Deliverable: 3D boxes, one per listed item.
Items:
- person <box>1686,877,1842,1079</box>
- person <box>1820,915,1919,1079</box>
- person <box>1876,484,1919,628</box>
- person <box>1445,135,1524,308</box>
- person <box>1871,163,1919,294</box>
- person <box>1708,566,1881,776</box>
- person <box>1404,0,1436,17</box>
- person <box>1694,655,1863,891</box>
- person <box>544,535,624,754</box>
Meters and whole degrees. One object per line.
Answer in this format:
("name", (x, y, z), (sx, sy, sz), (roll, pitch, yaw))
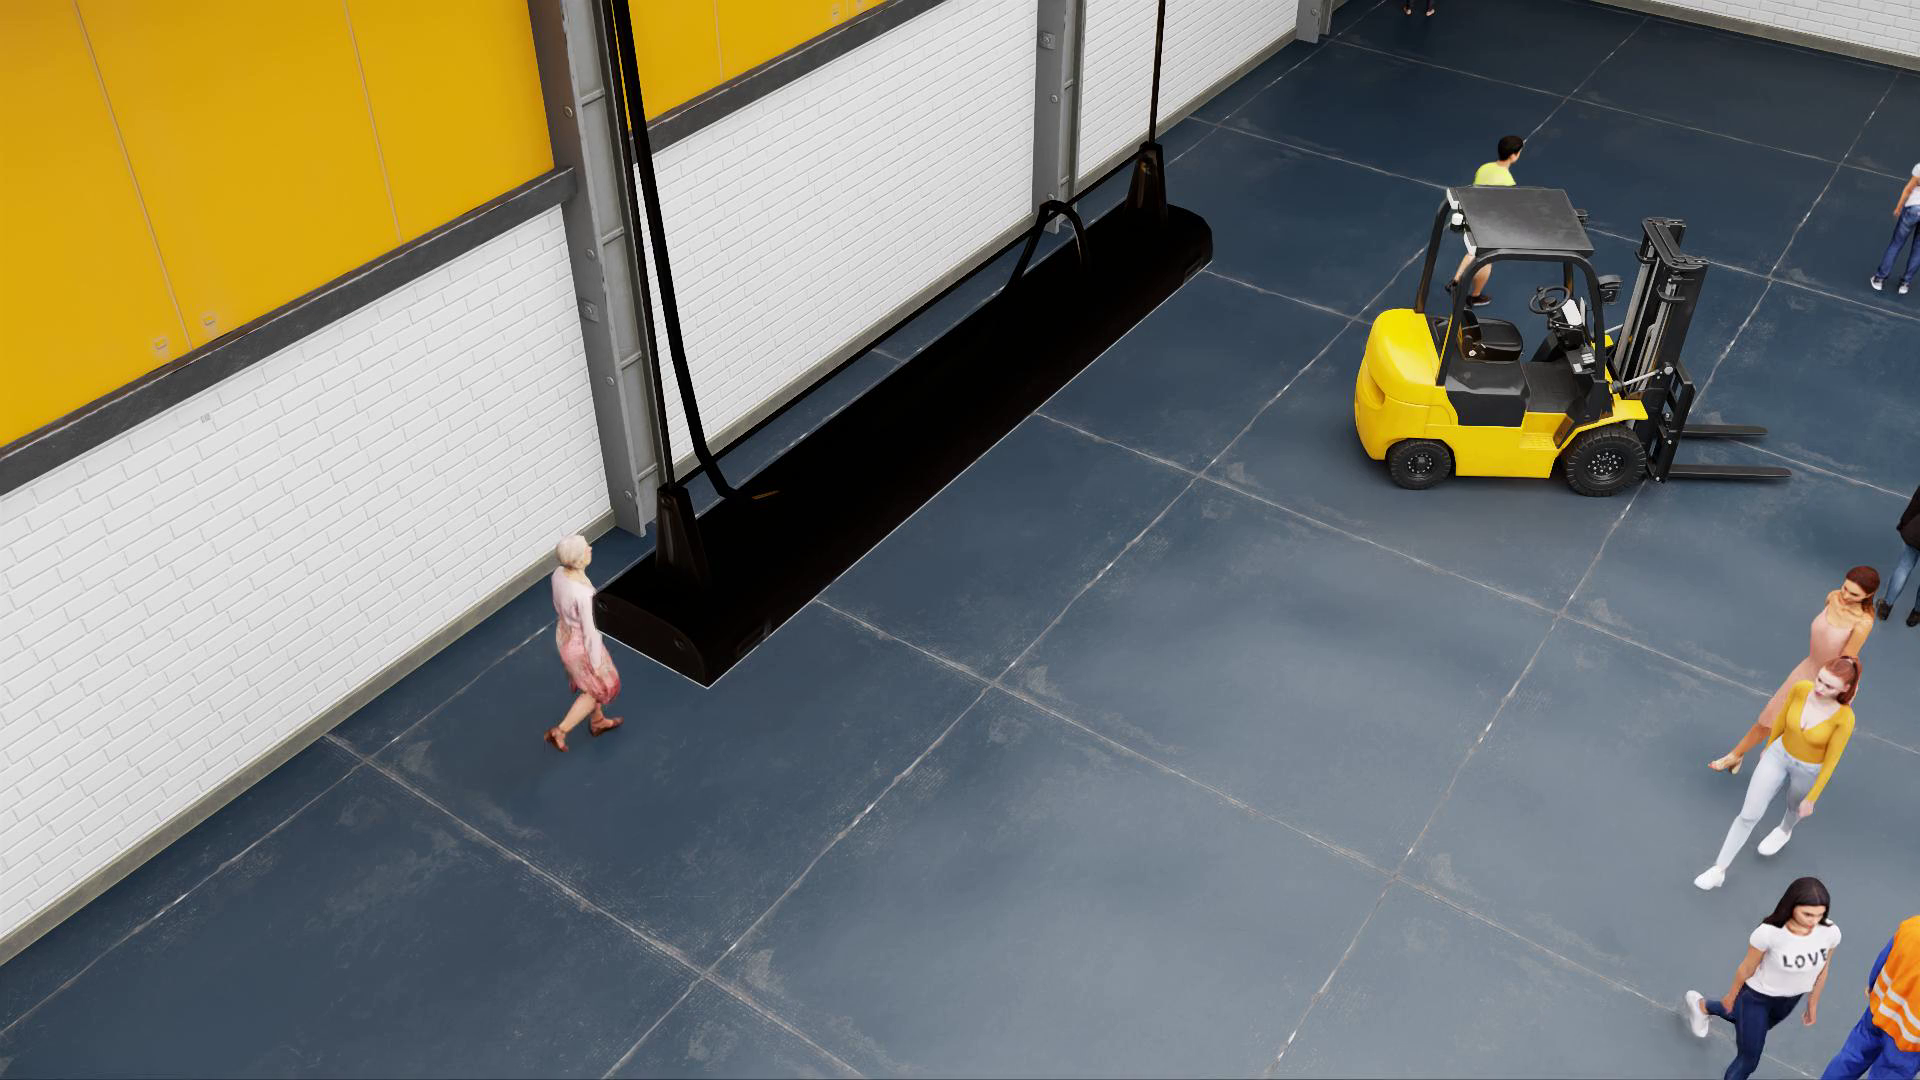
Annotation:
("person", (4.134, 2.303, 8.607), (1.079, 1.749, 1.145), (-6, 39, -7))
("person", (4.725, 2.437, 8.349), (0.847, 1.861, 0.784), (-6, 39, -7))
("person", (6.866, -0.091, 11.695), (0.658, 1.635, 0.630), (18, 42, 21))
("person", (4.742, -2.860, 15.118), (0.859, 1.691, 0.792), (-19, 42, -22))
("person", (8.928, -3.041, 15.449), (0.581, 1.561, 0.585), (14, 41, 16))
("person", (5.476, 0.881, 10.357), (1.109, 1.787, 1.016), (-8, 39, -10))
("person", (5.880, -7.464, 20.856), (0.670, 1.725, 0.637), (10, 40, 12))
("person", (4.999, 1.342, 9.857), (1.234, 1.691, 0.882), (-24, 45, -27))
("person", (-2.489, 0.710, 10.662), (0.885, 1.674, 0.716), (-29, 47, -31))
